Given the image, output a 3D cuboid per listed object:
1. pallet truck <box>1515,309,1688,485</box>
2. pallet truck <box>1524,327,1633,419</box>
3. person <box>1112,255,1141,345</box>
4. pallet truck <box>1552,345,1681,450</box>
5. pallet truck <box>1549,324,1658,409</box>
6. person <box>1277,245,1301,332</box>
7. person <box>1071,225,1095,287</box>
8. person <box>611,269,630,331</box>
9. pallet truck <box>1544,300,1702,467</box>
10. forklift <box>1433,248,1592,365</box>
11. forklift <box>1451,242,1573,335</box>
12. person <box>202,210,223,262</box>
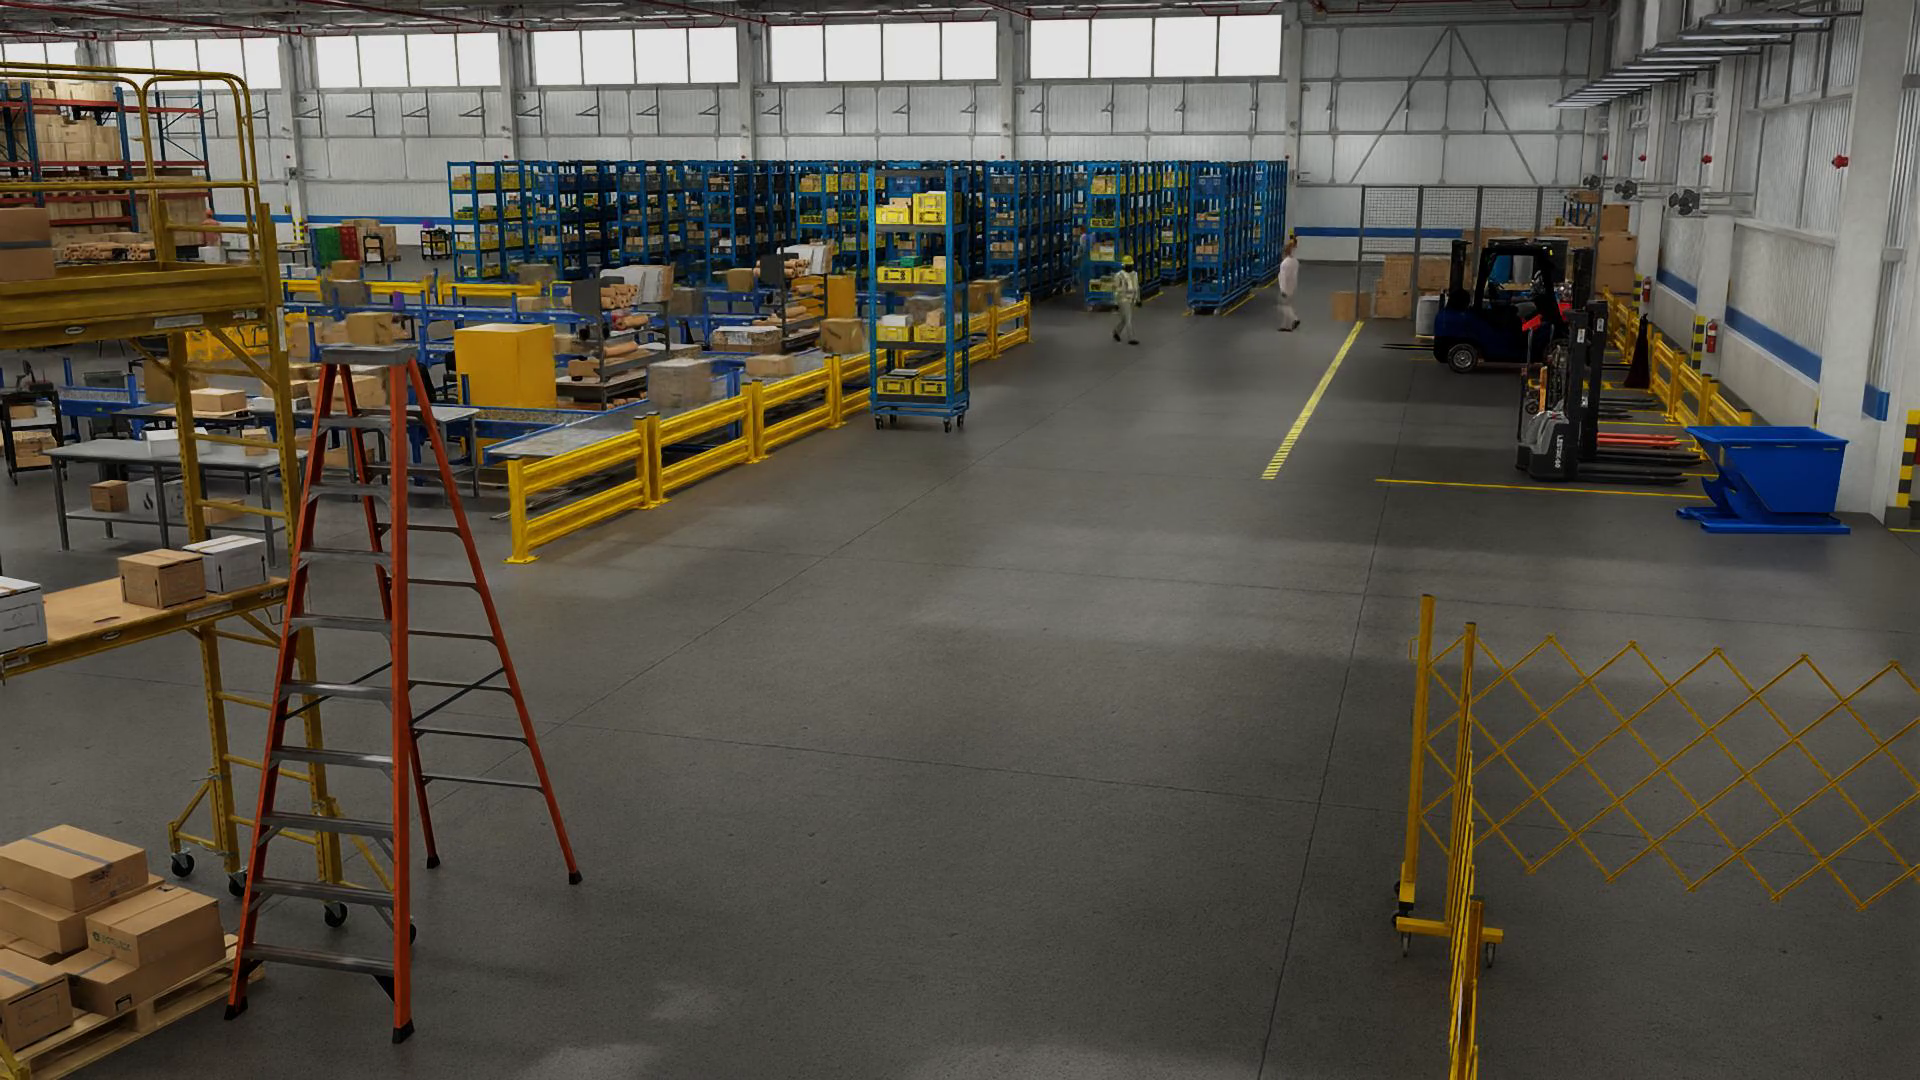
[{"bbox_3d":[7.554,-1.677,19.446,1.885,1.965,0.823,3,13,14],"label":"pallet truck"},{"bbox_3d":[9.065,-2.460,24.370,1.522,1.261,0.704,3,13,14],"label":"pallet truck"},{"bbox_3d":[3.348,-4.867,33.637,0.588,1.809,0.815,-12,17,-41],"label":"person"},{"bbox_3d":[8.641,-1.896,21.908,1.630,1.274,0.653,4,14,16],"label":"pallet truck"},{"bbox_3d":[9.824,-2.669,25.407,1.601,1.201,0.680,4,14,16],"label":"pallet truck"},{"bbox_3d":[7.103,-5.404,35.794,0.545,1.886,0.673,10,16,37],"label":"person"},{"bbox_3d":[3.528,-8.169,47.928,0.998,1.786,0.585,6,14,24],"label":"person"},{"bbox_3d":[-6.188,-4.083,30.359,0.338,1.765,0.528,-12,18,-43],"label":"person"},{"bbox_3d":[8.263,-1.952,20.631,1.885,1.965,0.823,5,14,20],"label":"pallet truck"},{"bbox_3d":[9.780,-4.111,29.280,2.680,1.987,1.157,3,13,14],"label":"forklift"},{"bbox_3d":[10.464,-4.597,31.405,2.680,1.987,1.157,4,14,16],"label":"forklift"},{"bbox_3d":[-25.022,-10.070,55.772,0.653,1.956,0.931,-2,13,-10],"label":"person"}]
